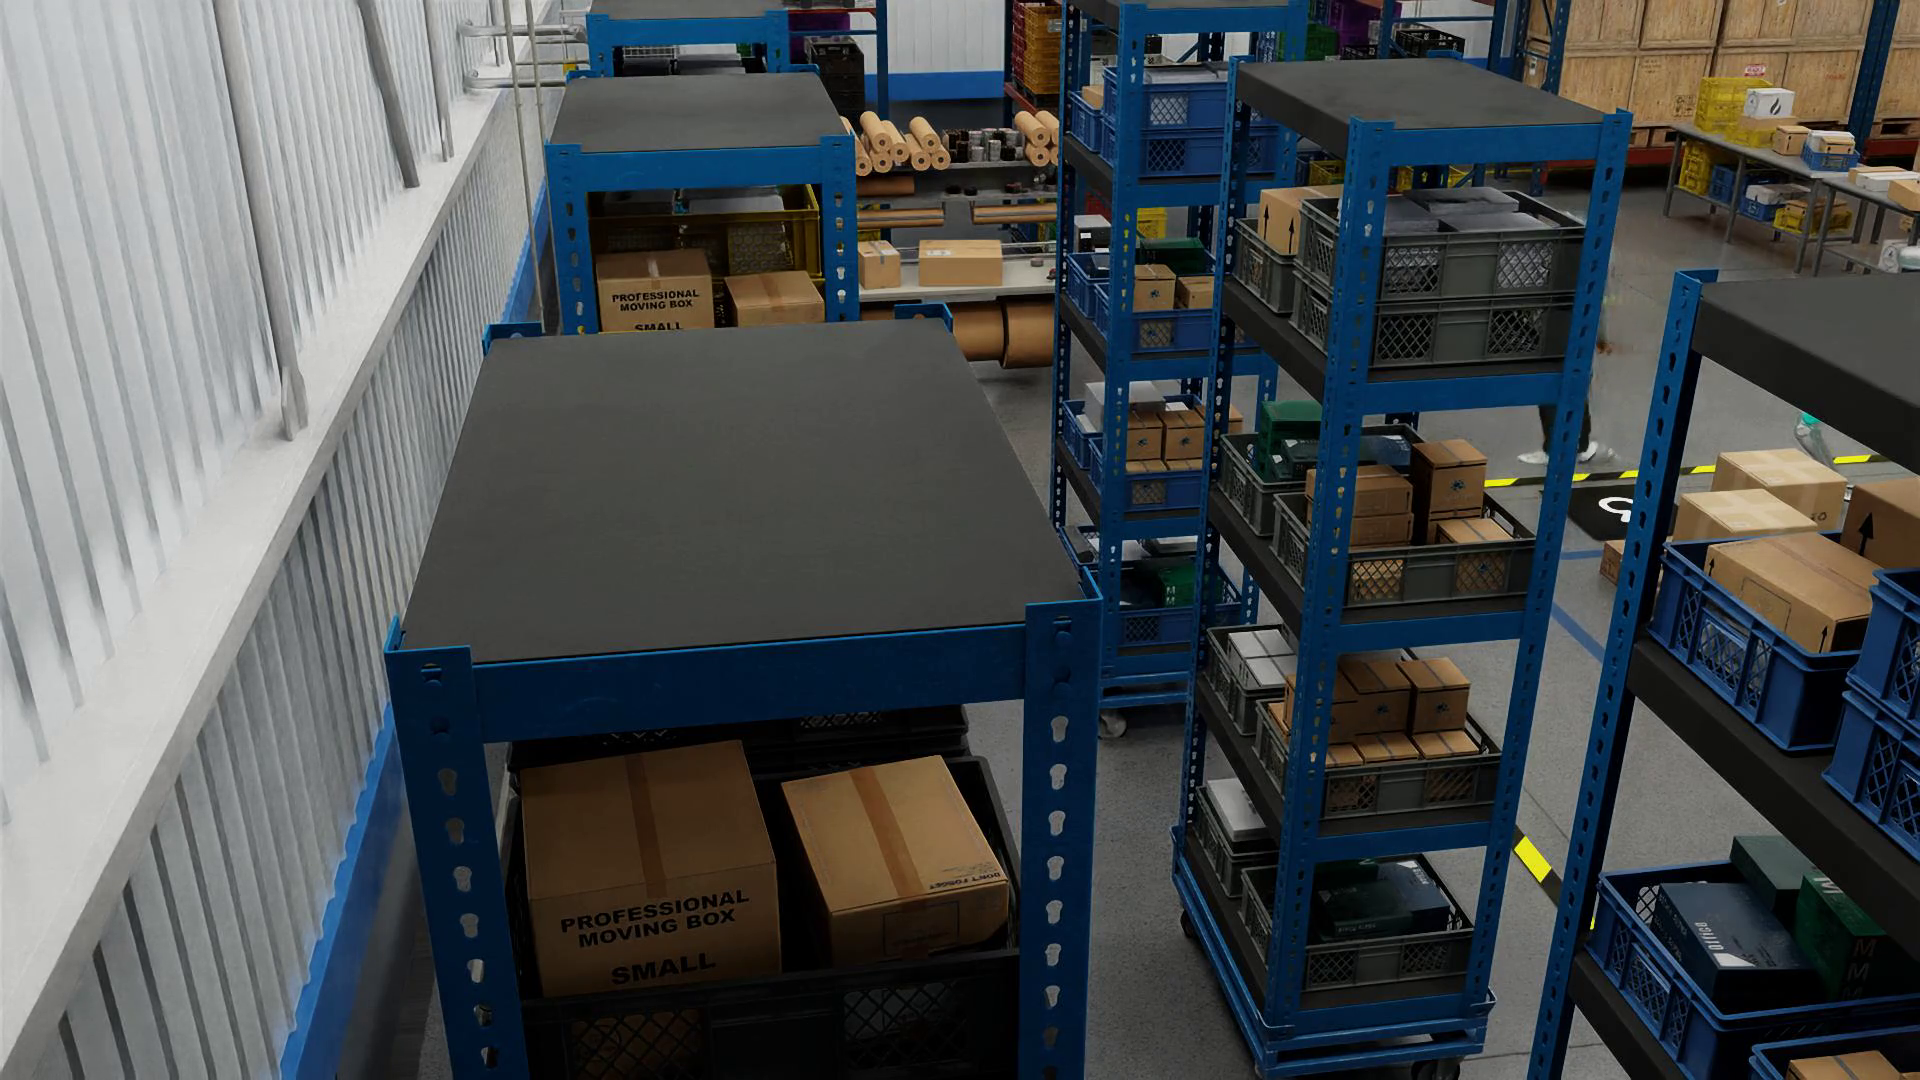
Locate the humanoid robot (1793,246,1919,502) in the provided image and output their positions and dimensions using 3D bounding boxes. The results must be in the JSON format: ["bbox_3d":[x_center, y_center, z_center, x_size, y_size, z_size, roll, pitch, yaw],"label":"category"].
[{"bbox_3d":[5.770,-1.102,10.781,0.735,1.673,0.533,15,28,29],"label":"humanoid robot"}]

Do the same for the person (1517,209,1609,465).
[{"bbox_3d":[4.195,-1.386,11.472,0.734,1.808,0.454,-13,28,-26],"label":"person"}]
